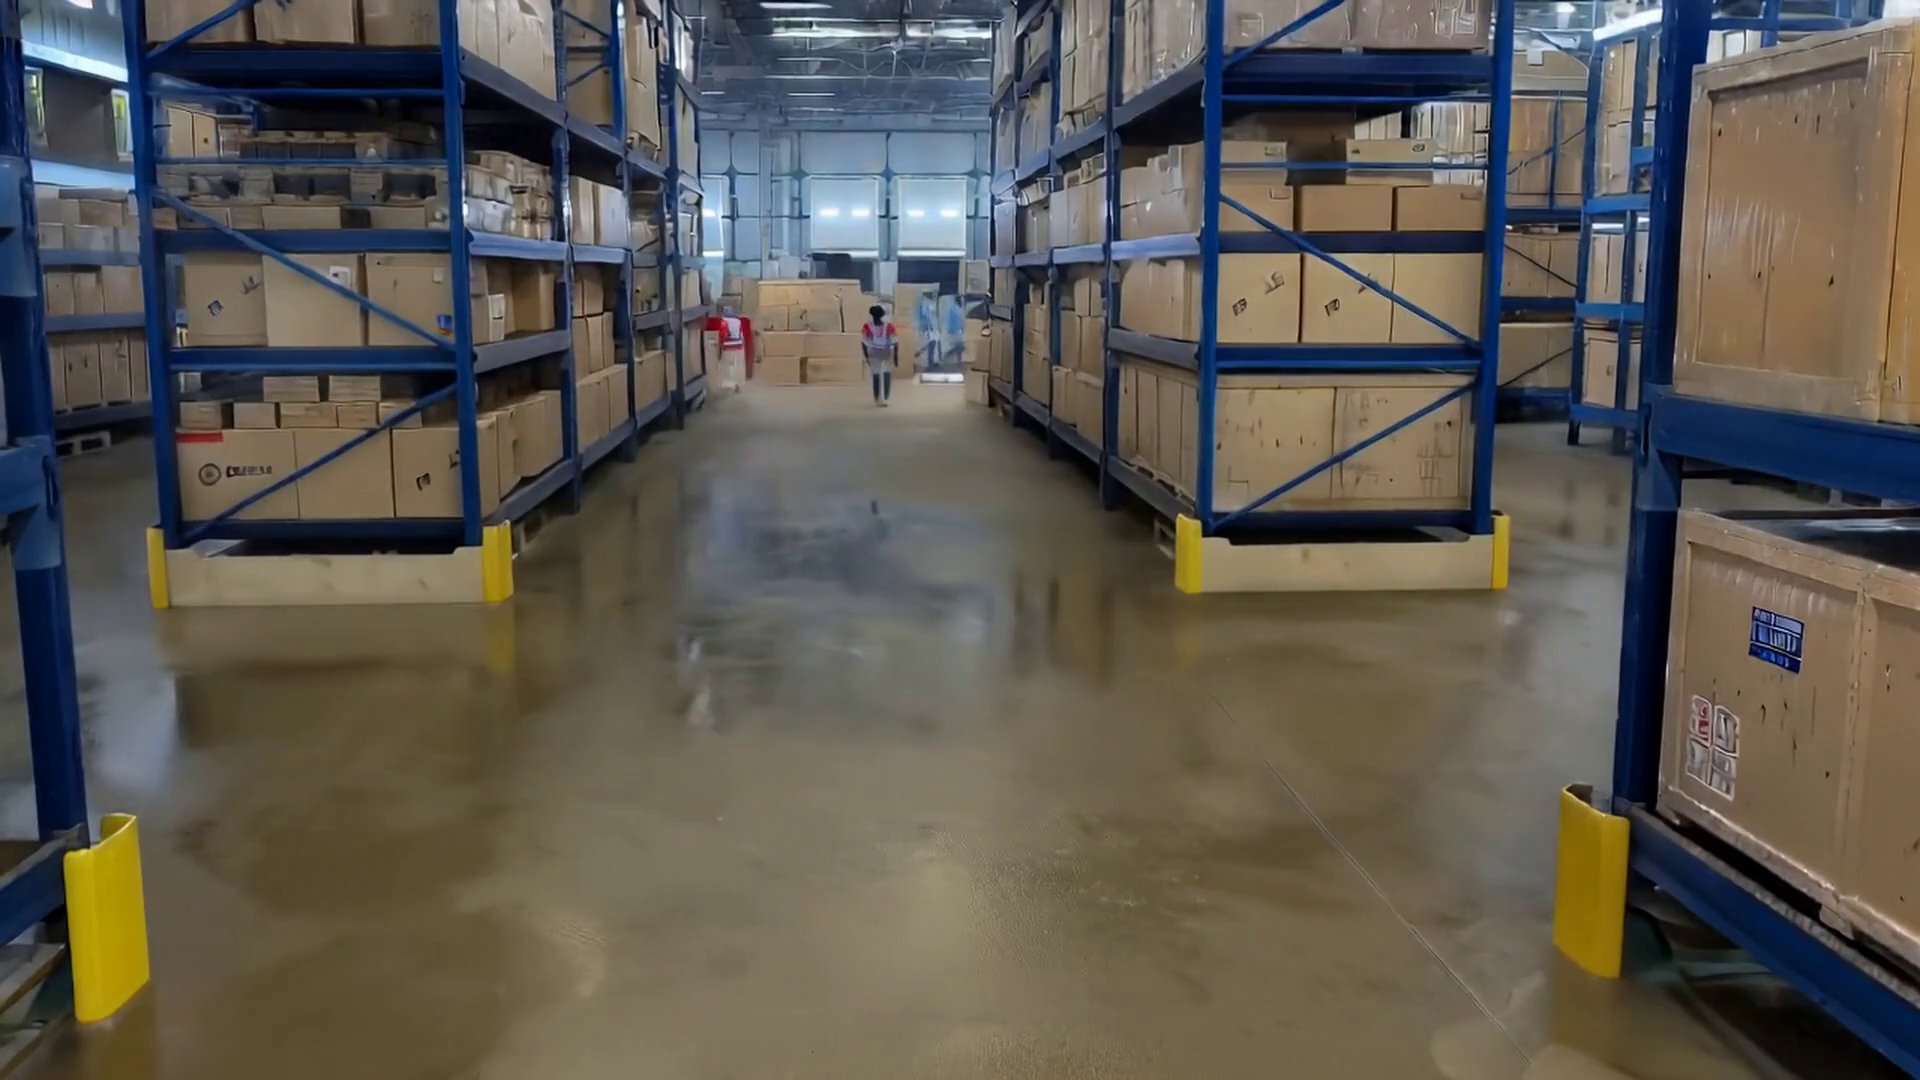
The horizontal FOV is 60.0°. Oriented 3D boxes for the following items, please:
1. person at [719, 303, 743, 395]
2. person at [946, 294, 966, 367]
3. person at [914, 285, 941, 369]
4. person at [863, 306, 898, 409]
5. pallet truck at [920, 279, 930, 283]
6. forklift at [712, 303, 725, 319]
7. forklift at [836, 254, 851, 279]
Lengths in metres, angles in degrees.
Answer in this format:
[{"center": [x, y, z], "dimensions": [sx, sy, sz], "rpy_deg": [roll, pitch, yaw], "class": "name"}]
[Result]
[{"center": [-4.035, -3.368, 29.383], "dimensions": [0.394, 1.620, 0.544], "rpy_deg": [9, 13, 44], "class": "person"}, {"center": [-0.081, -4.813, 38.275], "dimensions": [0.448, 1.685, 0.547], "rpy_deg": [-3, 10, -19], "class": "person"}, {"center": [-0.801, -4.810, 37.588], "dimensions": [0.680, 1.919, 0.541], "rpy_deg": [-1, 9, -8], "class": "person"}, {"center": [-1.259, -2.912, 26.482], "dimensions": [0.589, 1.629, 0.875], "rpy_deg": [-1, 9, -8], "class": "person"}, {"center": [-0.932, -8.922, 63.114], "dimensions": [1.885, 1.965, 0.823], "rpy_deg": [2, 9, 13], "class": "pallet truck"}, {"center": [-9.166, -8.488, 57.628], "dimensions": [1.873, 2.768, 1.129], "rpy_deg": [-4, 10, -21], "class": "forklift"}, {"center": [-3.979, -8.299, 56.443], "dimensions": [1.873, 2.768, 1.129], "rpy_deg": [0, 9, 3], "class": "forklift"}]
